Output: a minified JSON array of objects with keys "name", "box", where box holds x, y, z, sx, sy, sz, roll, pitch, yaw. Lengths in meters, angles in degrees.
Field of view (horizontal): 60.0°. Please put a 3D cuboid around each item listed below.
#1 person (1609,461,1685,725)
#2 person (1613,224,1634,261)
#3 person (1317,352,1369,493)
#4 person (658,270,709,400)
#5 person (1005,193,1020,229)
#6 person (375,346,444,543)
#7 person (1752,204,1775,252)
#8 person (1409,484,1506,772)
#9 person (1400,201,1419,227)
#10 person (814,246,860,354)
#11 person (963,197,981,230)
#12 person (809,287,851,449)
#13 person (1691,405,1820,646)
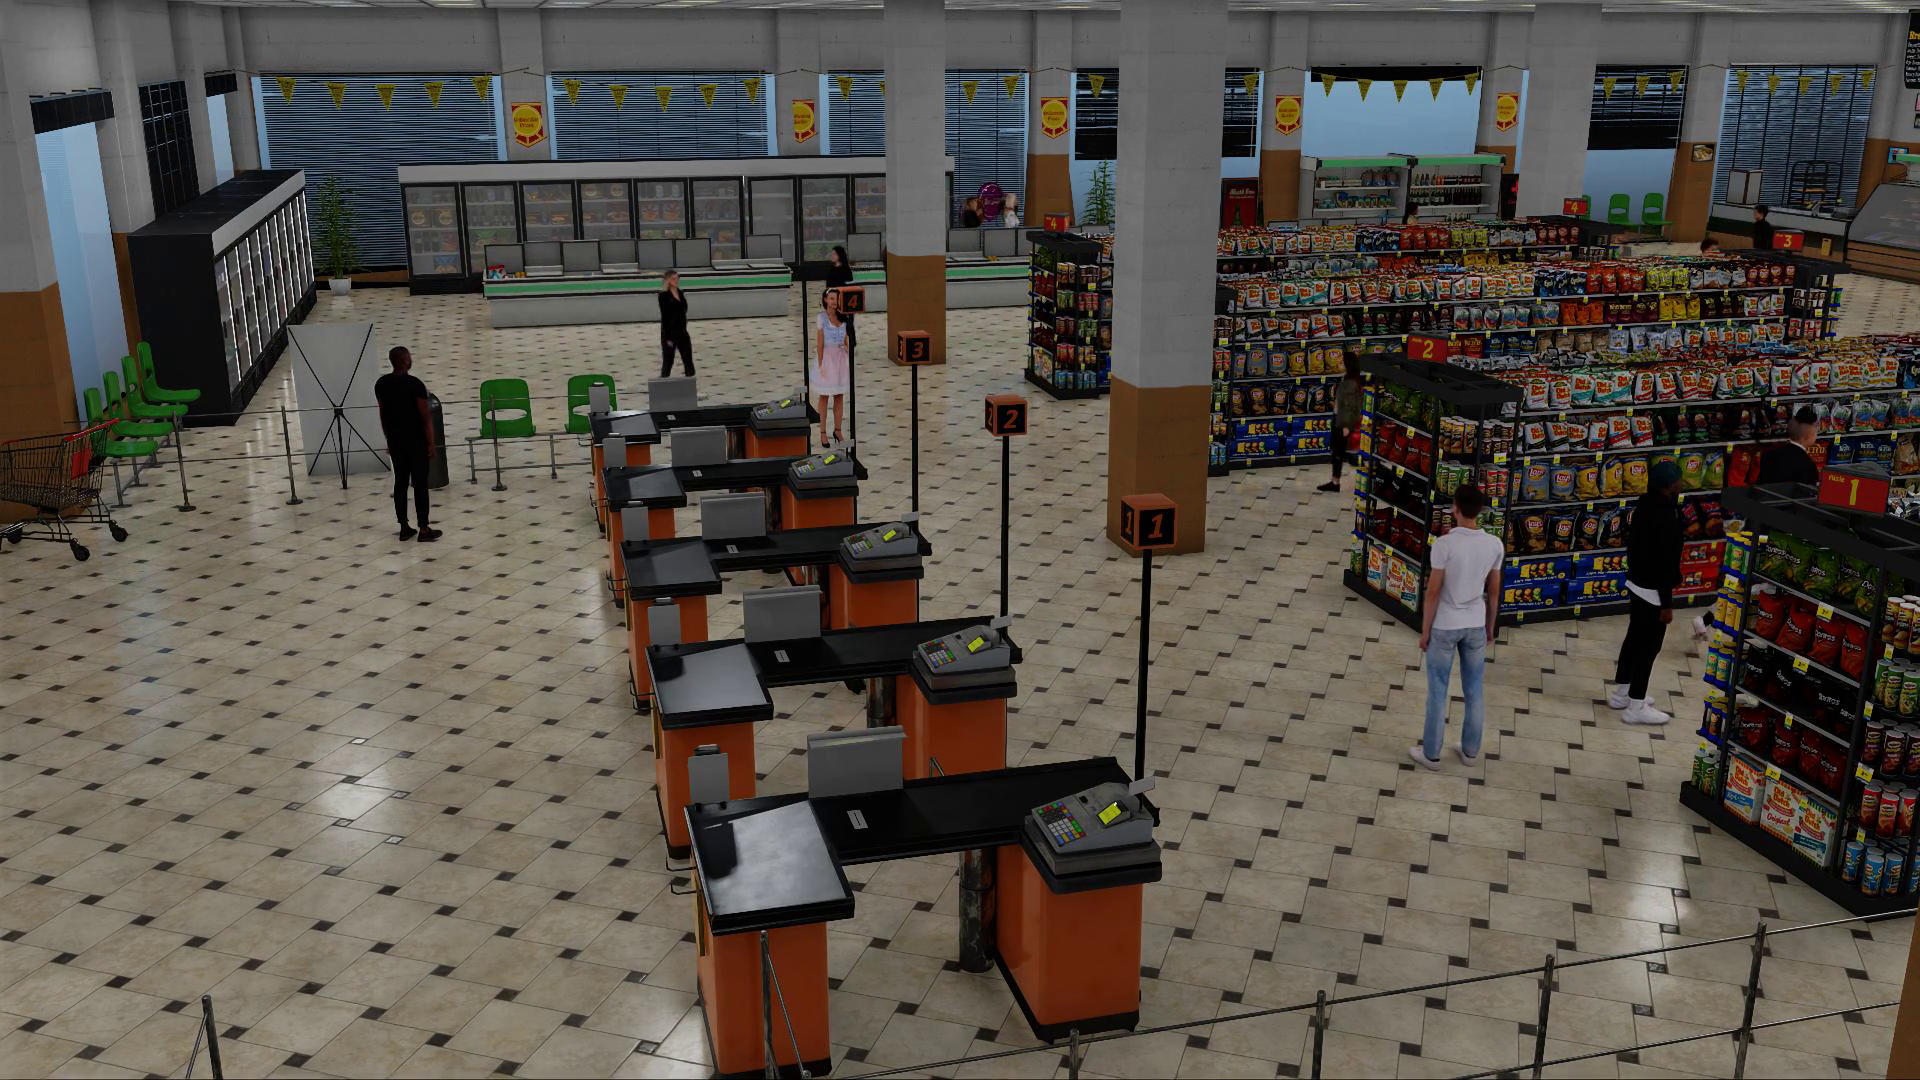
[{"name":"person","box":[4.686,0.340,11.313,0.674,1.818,0.722,0,17,0]},{"name":"person","box":[9.555,-3.714,24.530,0.636,1.894,0.775,-5,18,-17]},{"name":"person","box":[3.976,-1.183,16.939,0.881,1.463,0.736,1,17,4]},{"name":"person","box":[-3.727,-2.596,21.259,1.033,1.656,1.010,12,21,34]},{"name":"person","box":[0.930,-5.516,30.714,0.511,1.749,0.567,-4,17,-12]},{"name":"person","box":[-5.102,-0.890,15.358,0.672,1.819,0.806,4,17,13]},{"name":"person","box":[13.600,-4.680,27.917,1.376,1.776,1.182,6,18,19]},{"name":"person","box":[3.160,0.557,10.539,0.456,1.851,0.706,-4,17,-12]},{"name":"person","box":[7.761,-4.957,28.799,0.565,1.793,0.632,-7,18,-22]},{"name":"person","box":[-1.671,-3.456,24.189,1.140,1.599,0.902,-13,21,-37]},{"name":"person","box":[0.106,-5.498,30.883,1.110,1.617,0.828,-11,20,-31]},{"name":"person","box":[-1.452,-1.969,18.913,0.776,1.819,0.862,-11,20,-33]},{"name":"person","box":[5.963,-0.045,12.440,1.242,1.899,0.819,-2,17,-8]}]
